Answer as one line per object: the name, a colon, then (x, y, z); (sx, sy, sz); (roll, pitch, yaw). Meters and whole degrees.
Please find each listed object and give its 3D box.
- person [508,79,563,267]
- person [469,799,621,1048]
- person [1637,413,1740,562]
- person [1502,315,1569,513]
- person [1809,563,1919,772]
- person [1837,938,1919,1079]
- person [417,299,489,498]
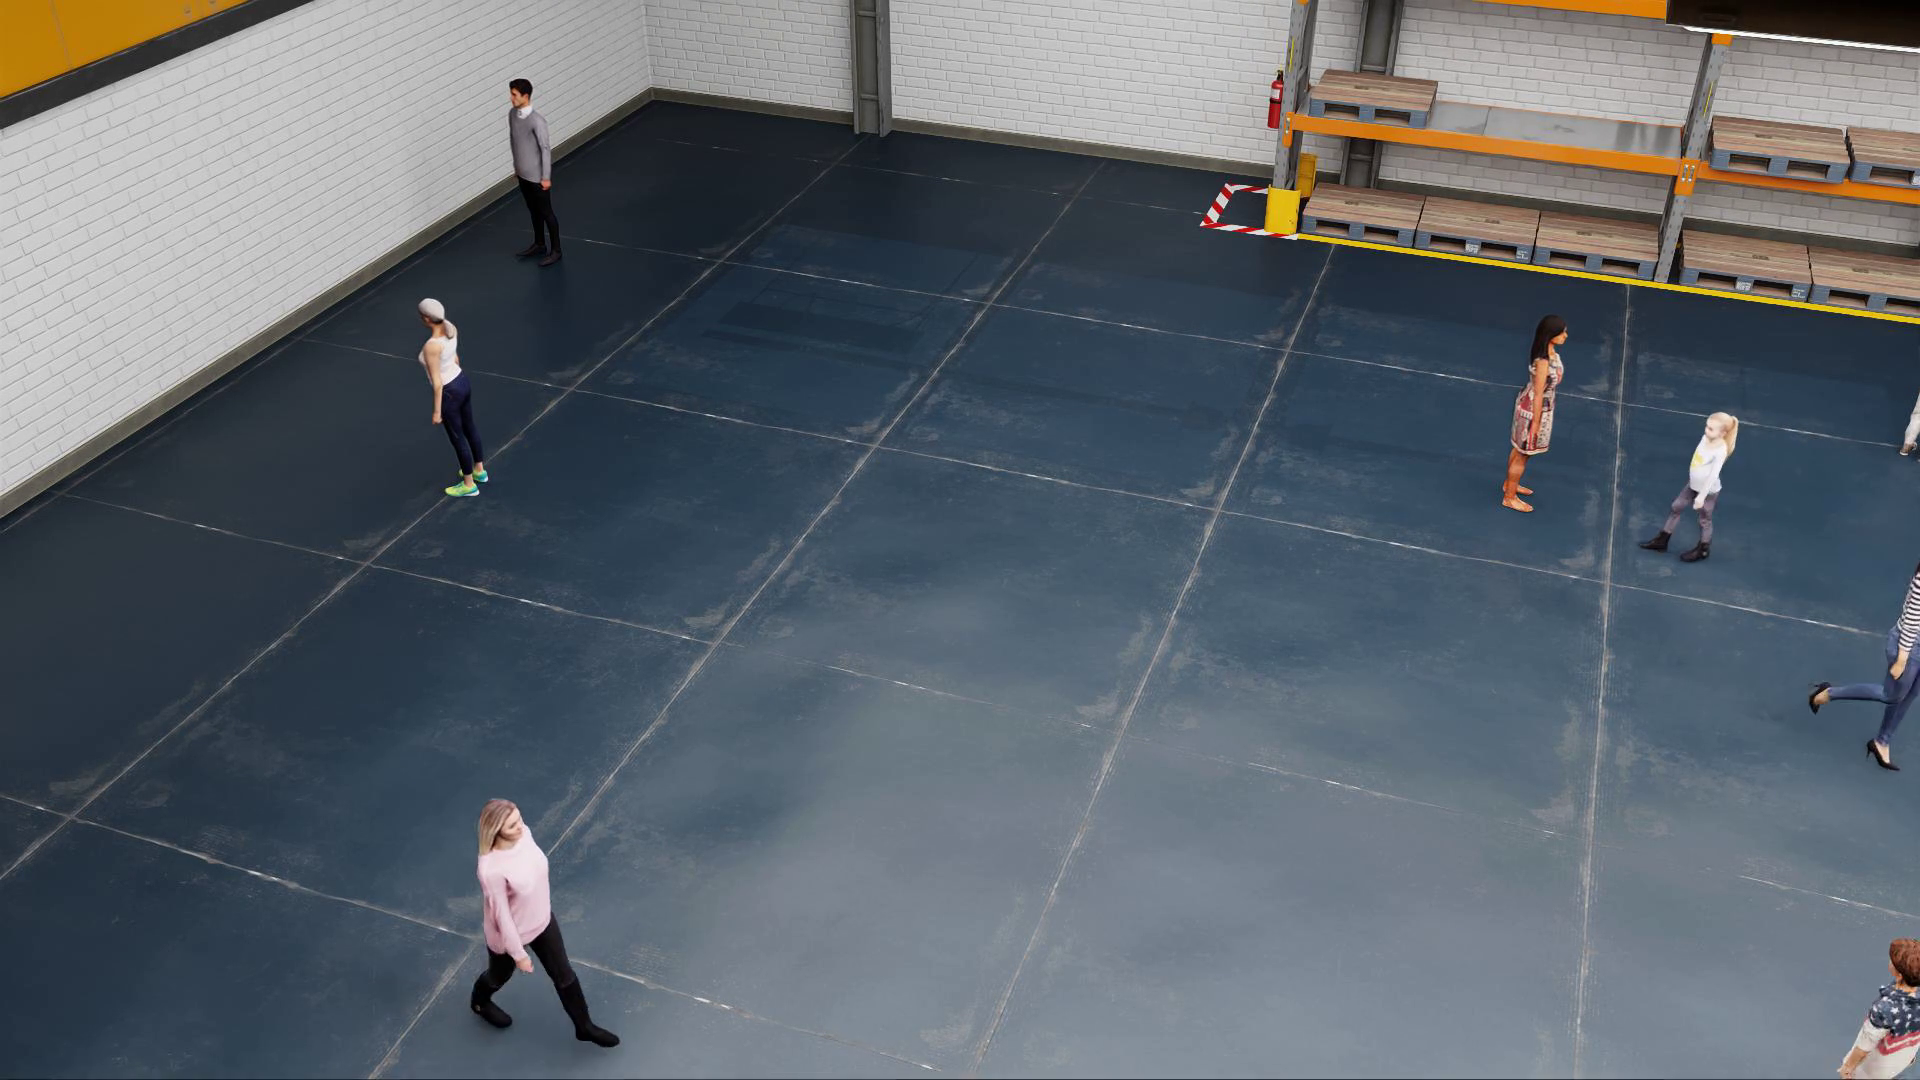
person: (-4.364, -3.784, 17.042); (0.723, 1.922, 0.883); (27, 42, 34)
person: (-2.361, 1.992, 8.600); (1.108, 1.647, 0.623); (12, 36, 18)
person: (5.669, -0.394, 12.539); (0.833, 1.260, 0.689); (-3, 34, -4)
person: (4.535, -1.029, 13.147); (0.522, 1.645, 0.653); (10, 35, 15)
person: (5.900, 0.652, 10.499); (0.850, 1.778, 0.997); (-25, 41, -33)
person: (4.489, 2.513, 8.011); (0.675, 1.432, 0.735); (-12, 36, -18)
person: (-4.047, -1.149, 13.273); (0.582, 1.706, 0.635); (6, 34, 9)
